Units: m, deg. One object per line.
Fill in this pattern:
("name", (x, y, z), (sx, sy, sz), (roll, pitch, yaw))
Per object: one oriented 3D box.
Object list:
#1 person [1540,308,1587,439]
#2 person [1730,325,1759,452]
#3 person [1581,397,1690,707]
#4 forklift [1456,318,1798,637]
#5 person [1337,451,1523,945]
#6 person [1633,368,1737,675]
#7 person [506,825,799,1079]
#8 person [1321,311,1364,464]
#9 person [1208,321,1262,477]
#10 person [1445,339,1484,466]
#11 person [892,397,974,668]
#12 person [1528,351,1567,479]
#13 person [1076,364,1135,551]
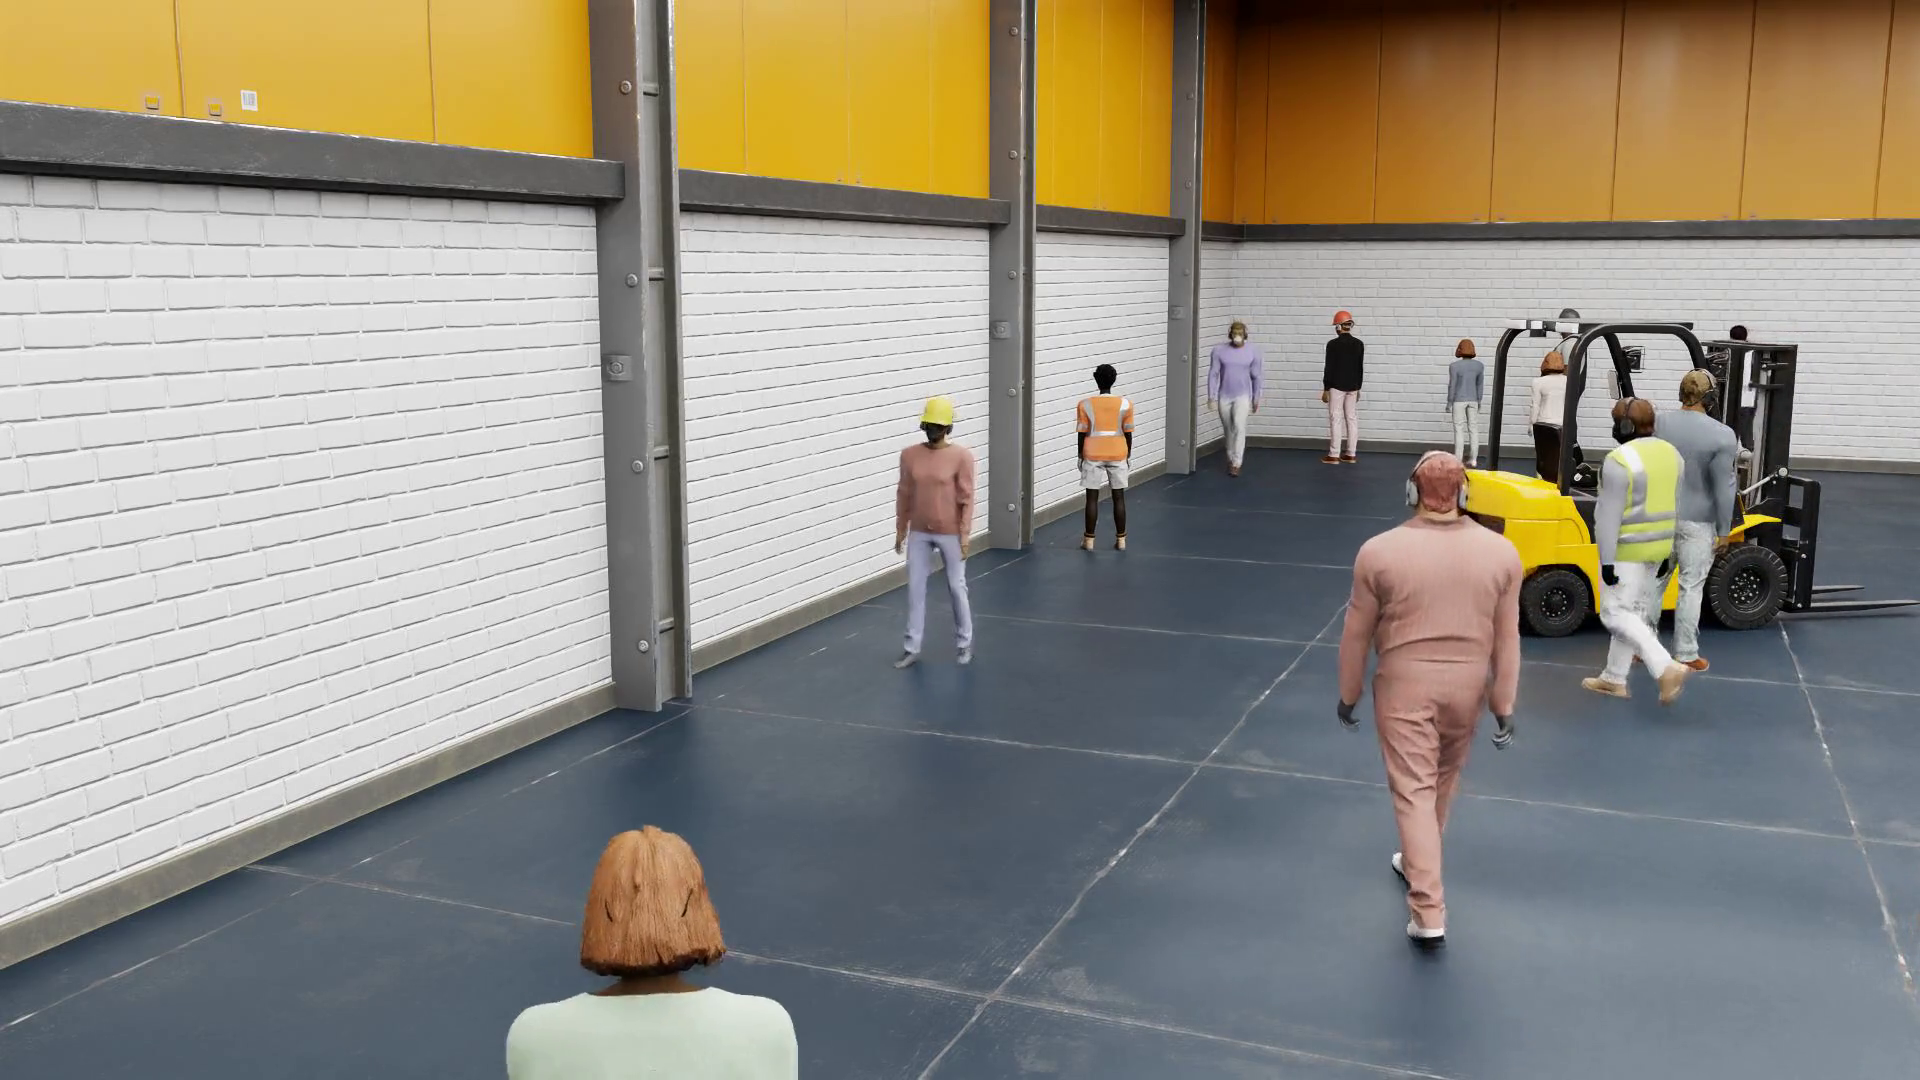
("person", (7.558, -1.885, 20.867), (0.539, 2.000, 0.689), (5, 11, 27))
("person", (9.046, -1.548, 19.300), (0.589, 1.894, 0.891), (0, 9, -2))
("person", (3.965, 0.079, 9.661), (0.626, 1.816, 0.734), (-5, 11, -30))
("forklift", (4.706, -0.497, 11.990), (2.313, 2.155, 1.214), (-2, 10, -10))
("person", (1.816, 0.583, 6.477), (0.661, 1.862, 0.985), (0, 9, -1))
("person", (4.557, -0.111, 10.472), (0.364, 1.934, 0.630), (-7, 11, -35))
("person", (-0.510, 1.295, 2.863), (0.499, 1.616, 0.371), (-1, 9, -6))
("person", (4.961, -1.978, 21.599), (0.609, 1.986, 0.402), (-5, 11, -29))
("person", (3.410, -1.765, 20.615), (0.635, 1.895, 1.023), (3, 10, 18))
("person", (6.441, -1.744, 21.241), (0.507, 1.632, 0.268), (-3, 10, -16))
("person", (-0.161, -0.044, 10.665), (0.572, 1.747, 0.485), (4, 10, 21))
("person", (6.487, -1.253, 18.266), (0.499, 1.633, 0.286), (-1, 9, -6))
("person", (1.307, -0.740, 14.996), (0.531, 1.691, 0.321), (-1, 9, -3))
